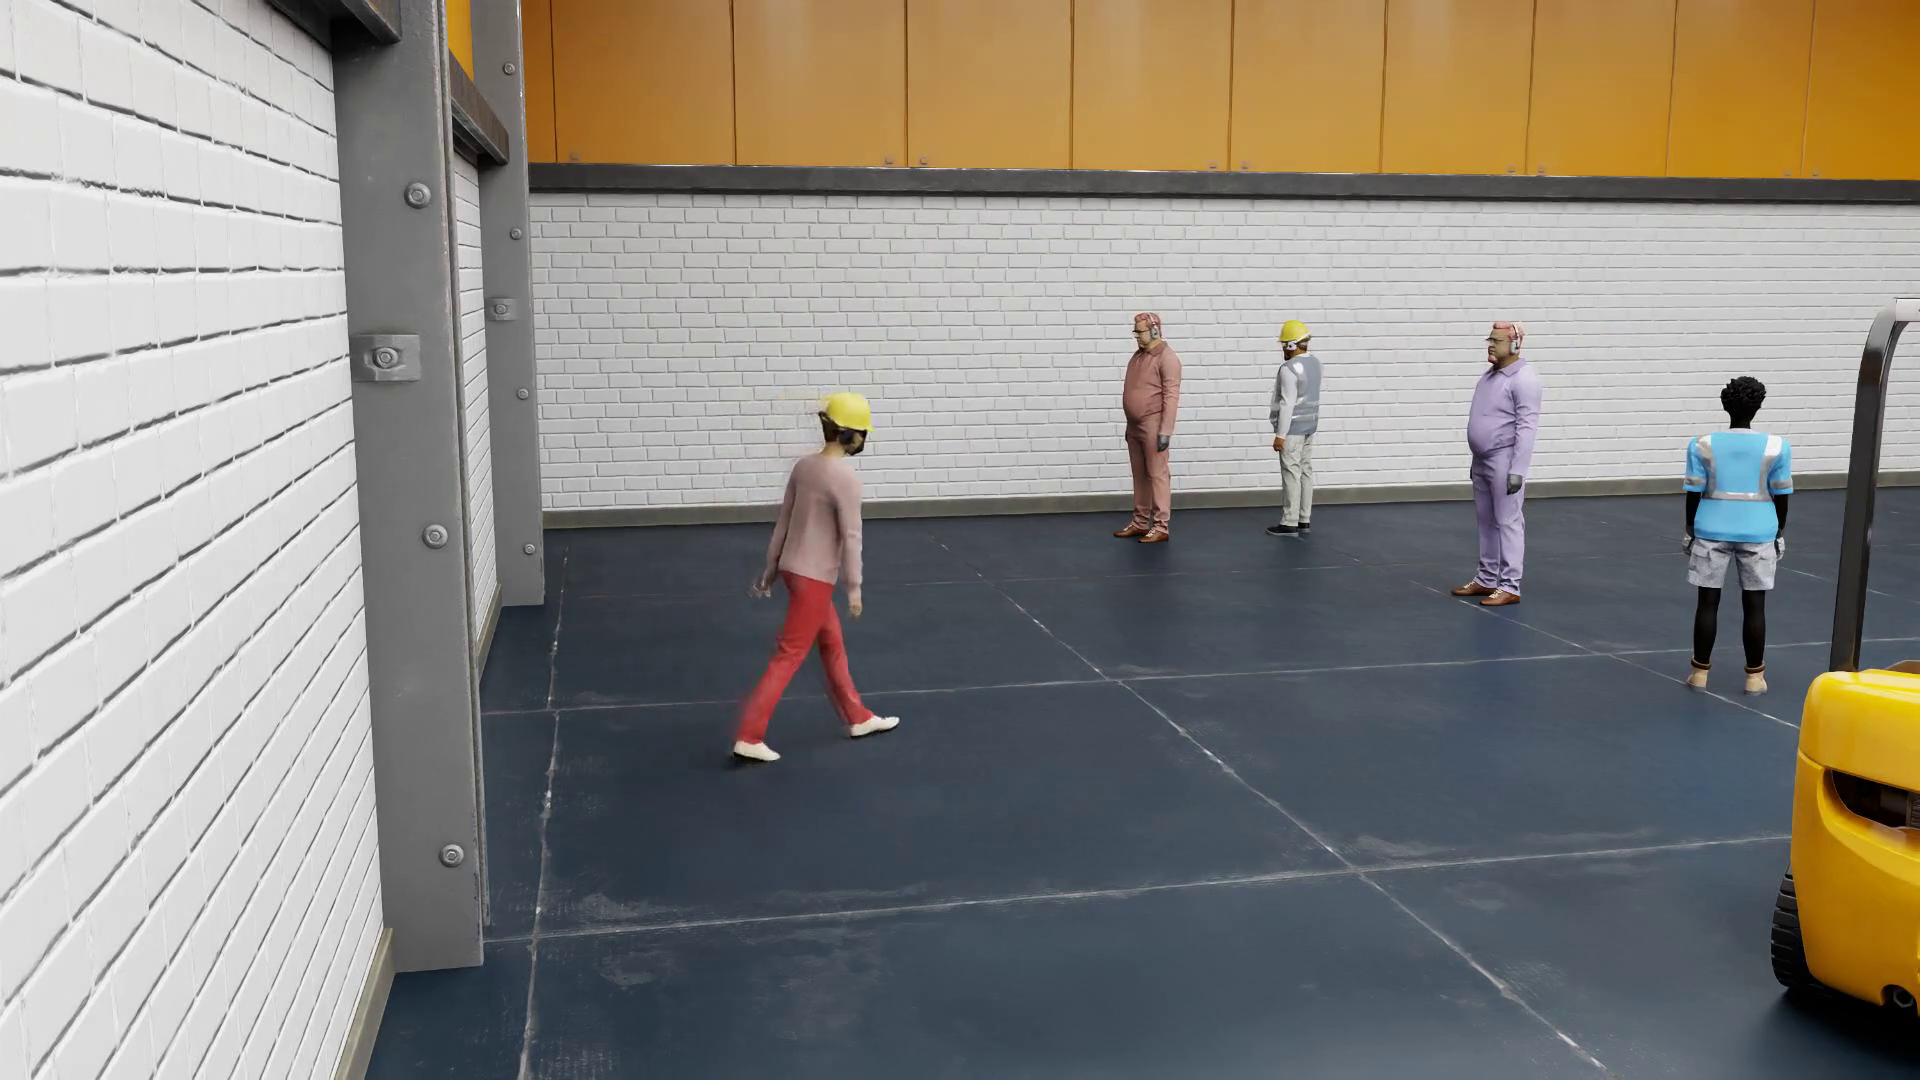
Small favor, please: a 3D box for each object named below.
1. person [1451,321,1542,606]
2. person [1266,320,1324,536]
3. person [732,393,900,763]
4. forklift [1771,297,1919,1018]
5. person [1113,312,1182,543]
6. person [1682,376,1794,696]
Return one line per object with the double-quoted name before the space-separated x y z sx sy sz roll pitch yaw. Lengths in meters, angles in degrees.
"person" 3.618 -0.517 11.222 0.407 1.913 0.641 -2 10 -11
"person" 2.823 -0.944 14.078 0.404 1.829 0.588 7 12 36
"person" -0.700 0.170 7.714 0.937 1.695 0.555 -6 11 -32
"forklift" 3.542 0.334 5.177 2.313 2.155 1.214 -9 13 -43
"person" 1.543 -0.927 13.759 0.407 1.902 0.638 -4 10 -25
"person" 4.110 -0.018 8.830 0.531 1.698 0.320 4 10 25
